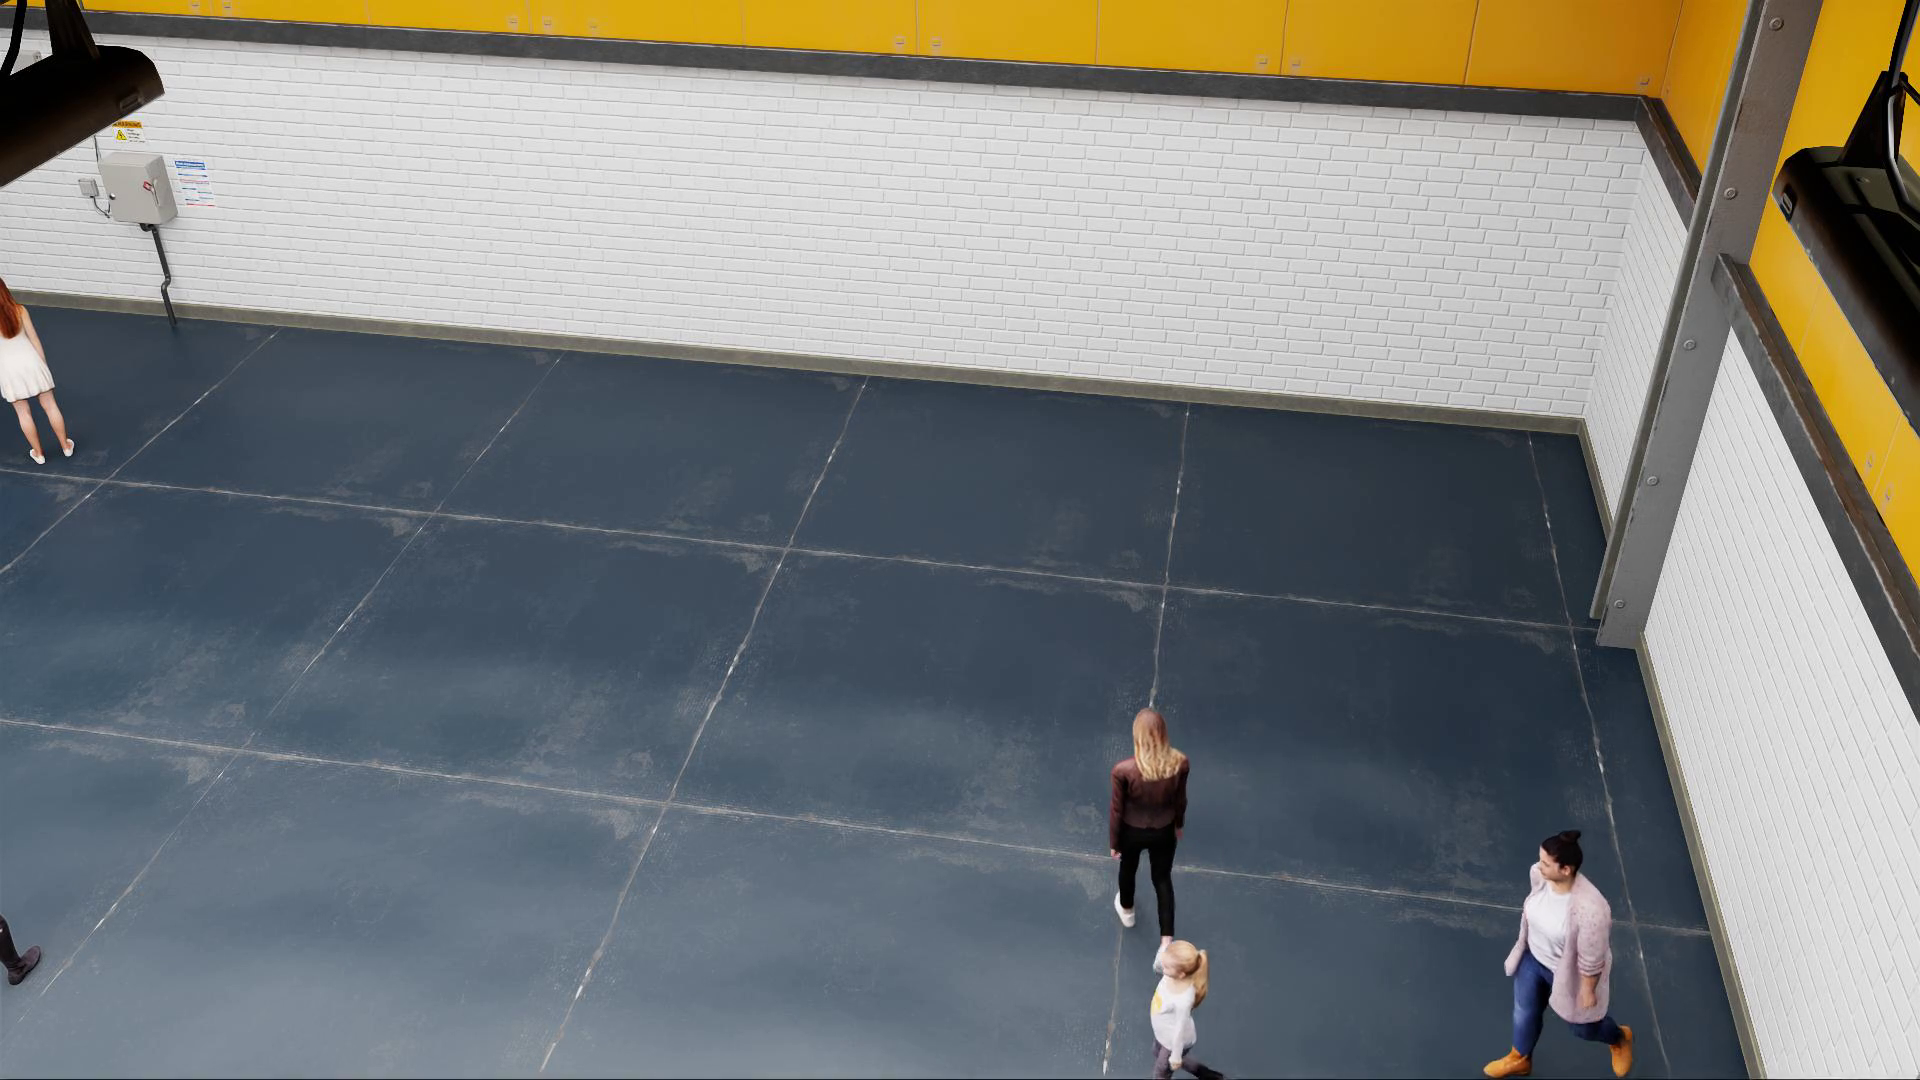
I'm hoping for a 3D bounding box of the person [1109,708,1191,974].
[{"bbox_3d":[1.067,1.681,9.268,0.816,1.685,1.087,-5,34,-8],"label":"person"}]

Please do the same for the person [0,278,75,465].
[{"bbox_3d":[-7.883,-1.447,13.953,0.641,1.710,0.701,-21,39,-28],"label":"person"}]

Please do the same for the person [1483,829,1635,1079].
[{"bbox_3d":[3.189,2.148,8.547,1.090,1.706,1.103,-16,37,-23],"label":"person"}]

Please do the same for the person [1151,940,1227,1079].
[{"bbox_3d":[1.141,2.499,8.416,0.637,1.267,0.719,-1,34,-2],"label":"person"}]
